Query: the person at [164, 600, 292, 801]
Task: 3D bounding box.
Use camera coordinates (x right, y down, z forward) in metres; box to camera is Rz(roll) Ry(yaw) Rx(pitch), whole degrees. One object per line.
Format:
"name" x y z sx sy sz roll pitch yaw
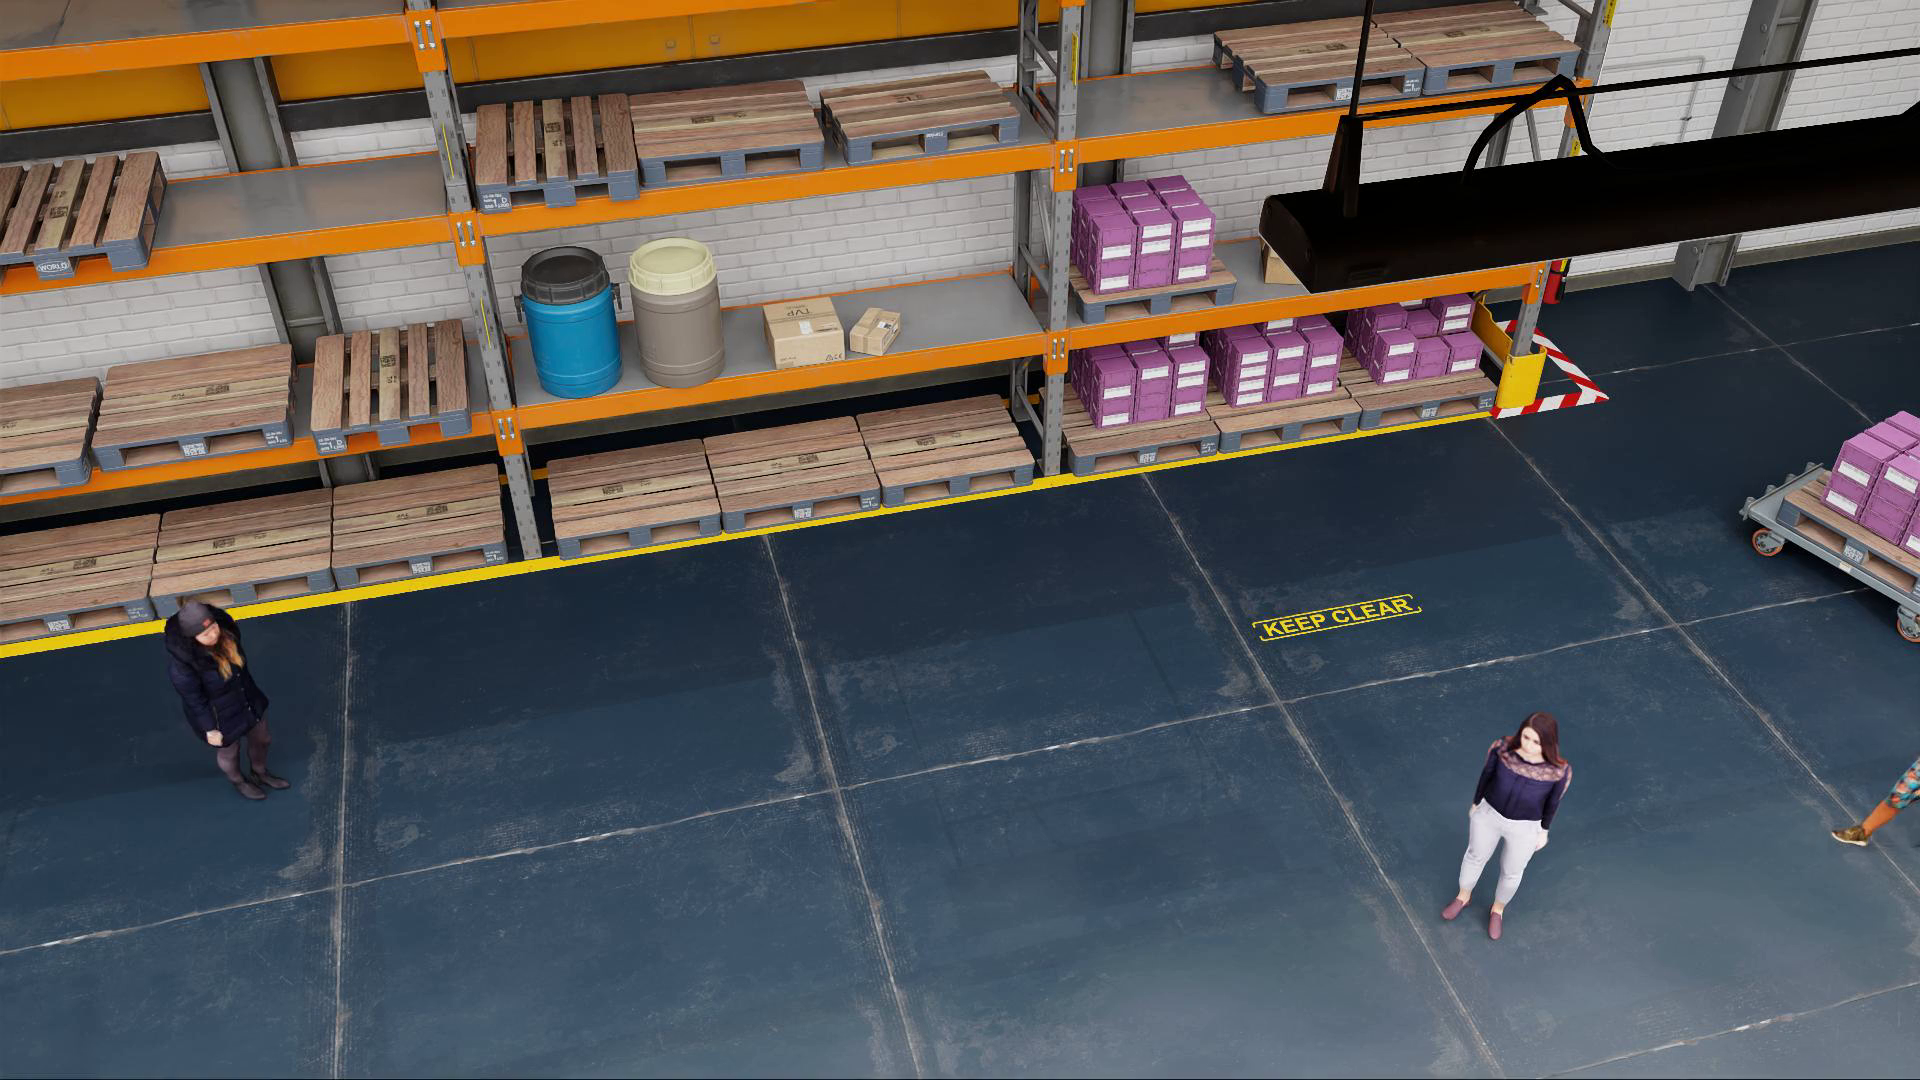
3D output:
"person" -4.435 0.952 9.886 0.850 1.657 0.806 13 40 15

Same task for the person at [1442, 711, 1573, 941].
"person" 3.018 1.561 9.164 0.681 1.607 0.736 21 43 24
